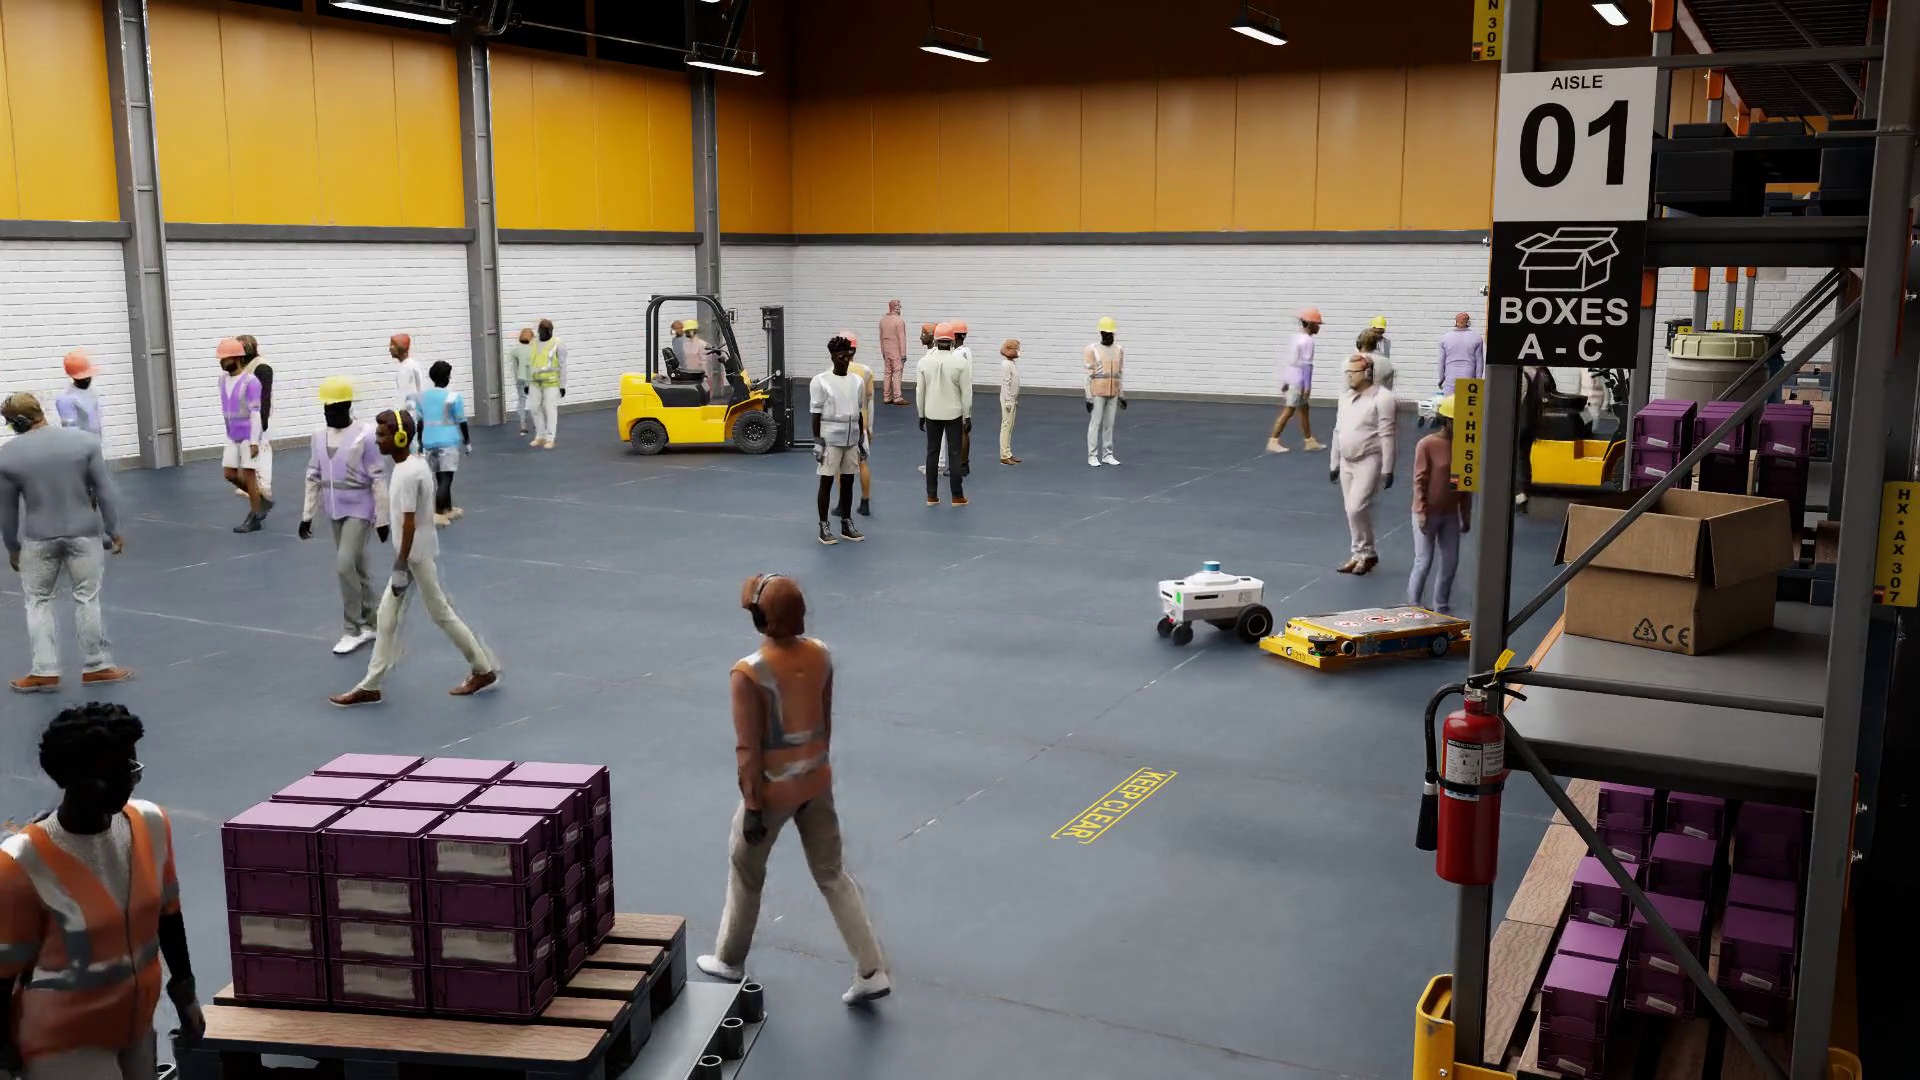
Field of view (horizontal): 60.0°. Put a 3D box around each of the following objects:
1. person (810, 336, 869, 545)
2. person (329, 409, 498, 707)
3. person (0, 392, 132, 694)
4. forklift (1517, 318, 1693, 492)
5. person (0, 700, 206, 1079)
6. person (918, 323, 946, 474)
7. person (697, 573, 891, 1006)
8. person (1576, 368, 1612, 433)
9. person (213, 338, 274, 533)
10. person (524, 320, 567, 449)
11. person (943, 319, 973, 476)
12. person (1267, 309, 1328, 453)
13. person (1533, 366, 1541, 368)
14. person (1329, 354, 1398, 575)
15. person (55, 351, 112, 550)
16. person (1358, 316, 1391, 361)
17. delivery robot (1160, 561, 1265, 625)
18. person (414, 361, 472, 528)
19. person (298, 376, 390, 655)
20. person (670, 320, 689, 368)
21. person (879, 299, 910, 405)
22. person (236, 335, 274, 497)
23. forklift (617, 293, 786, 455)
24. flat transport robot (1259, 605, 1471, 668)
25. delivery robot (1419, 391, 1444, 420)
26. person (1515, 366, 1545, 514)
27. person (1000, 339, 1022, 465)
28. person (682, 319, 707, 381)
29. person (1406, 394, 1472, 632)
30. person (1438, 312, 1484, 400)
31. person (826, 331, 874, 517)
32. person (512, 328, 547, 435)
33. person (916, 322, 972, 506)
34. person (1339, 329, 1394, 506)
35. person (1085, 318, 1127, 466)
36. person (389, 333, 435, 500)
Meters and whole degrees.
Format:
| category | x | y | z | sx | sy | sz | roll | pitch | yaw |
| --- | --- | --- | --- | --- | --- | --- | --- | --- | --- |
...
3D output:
| category | x | y | z | sx | sy | sz | roll | pitch | yaw |
| --- | --- | --- | --- | --- | --- | --- | --- | --- | --- |
| person | -1.141 | -0.949 | 15.783 | 0.602 | 1.967 | 0.366 | -8 | 12 | -38 |
| person | -3.320 | 0.106 | 10.135 | 0.993 | 1.821 | 0.524 | -5 | 11 | -26 |
| person | -5.646 | 0.015 | 10.455 | 0.713 | 1.895 | 0.362 | -4 | 11 | -24 |
| forklift | 7.066 | -1.601 | 18.899 | 2.313 | 2.155 | 1.214 | 5 | 11 | 27 |
| person | -2.123 | 1.208 | 4.105 | 0.427 | 1.672 | 0.547 | 3 | 10 | 17 |
| person | -0.333 | -1.752 | 20.669 | 0.338 | 1.882 | 0.582 | -2 | 10 | -9 |
| person | -0.604 | 0.910 | 6.084 | 0.856 | 1.597 | 0.538 | 8 | 12 | 38 |
| person | 8.130 | -1.764 | 21.526 | 0.761 | 1.613 | 0.511 | -3 | 10 | -17 |
| person | -7.052 | -1.032 | 16.384 | 0.549 | 1.923 | 0.519 | 5 | 11 | 25 |
| person | -5.819 | -2.185 | 23.400 | 0.682 | 1.820 | 0.495 | 4 | 10 | 20 |
| person | -0.032 | -1.749 | 20.498 | 0.358 | 1.938 | 0.545 | 2 | 10 | 11 |
| person | 4.666 | -2.174 | 22.906 | 0.899 | 1.981 | 0.629 | -1 | 10 | -4 |
| person | 7.171 | -1.879 | 21.637 | 0.694 | 1.802 | 0.541 | 6 | 11 | 30 |
| person | 3.381 | -0.631 | 14.163 | 0.479 | 1.888 | 0.681 | -5 | 11 | -26 |
| person | -7.872 | -0.776 | 15.039 | 0.430 | 1.888 | 0.740 | 0 | 10 | -2 |
| person | 6.103 | -2.376 | 24.441 | 0.591 | 1.829 | 0.404 | -6 | 11 | -29 |
| delivery robot | 1.788 | 0.395 | 11.815 | 0.707 | 0.478 | 0.477 | -3 | 10 | -17 |
| person | -5.190 | -0.973 | 16.785 | 0.547 | 1.662 | 0.715 | 3 | 10 | 16 |
| person | -4.291 | -0.176 | 11.474 | 0.613 | 1.899 | 0.715 | 6 | 11 | 29 |
| person | -4.730 | -2.985 | 28.623 | 0.502 | 1.601 | 0.732 | 9 | 13 | 41 |
| person | -1.172 | -3.400 | 30.147 | 0.408 | 1.906 | 0.654 | -8 | 13 | -40 |
| person | -7.997 | -1.402 | 18.806 | 0.634 | 1.834 | 0.429 | 9 | 13 | 41 |
| forklift | -3.588 | -2.317 | 23.042 | 2.313 | 2.155 | 1.214 | -1 | 10 | -5 |
| flat transport robot | 2.838 | 0.648 | 11.439 | 1.431 | 0.197 | 0.652 | -5 | 11 | -26 |
| delivery robot | 7.592 | -2.107 | 26.299 | 0.707 | 0.478 | 0.477 | -7 | 12 | -33 |
| person | 5.878 | -1.178 | 17.499 | 0.546 | 1.828 | 0.404 | -4 | 11 | -23 |
| person | 0.658 | -1.797 | 21.650 | 0.286 | 1.635 | 0.497 | 2 | 10 | 11 |
| person | -3.994 | -2.491 | 25.308 | 0.540 | 1.749 | 0.488 | 7 | 12 | 36 |
| person | 3.475 | -0.179 | 11.963 | 0.545 | 1.746 | 0.407 | -5 | 11 | -27 |
| person | 7.216 | -2.331 | 23.977 | 0.638 | 1.903 | 0.408 | 4 | 11 | 22 |
| person | -1.167 | -1.207 | 17.368 | 0.551 | 1.932 | 0.378 | -5 | 11 | -28 |
| person | -6.544 | -2.426 | 25.359 | 0.522 | 1.600 | 0.766 | 2 | 10 | 13 |
| person | -0.164 | -1.357 | 18.055 | 0.622 | 1.995 | 0.378 | 3 | 10 | 16 |
| person | 4.402 | -1.332 | 18.128 | 0.653 | 1.921 | 0.449 | -3 | 10 | -15 |
| person | 1.902 | -1.899 | 21.459 | 0.624 | 1.919 | 0.416 | -6 | 11 | -31 |
| person | -6.132 | -1.344 | 18.365 | 0.631 | 1.860 | 0.599 | -2 | 10 | -13 |
